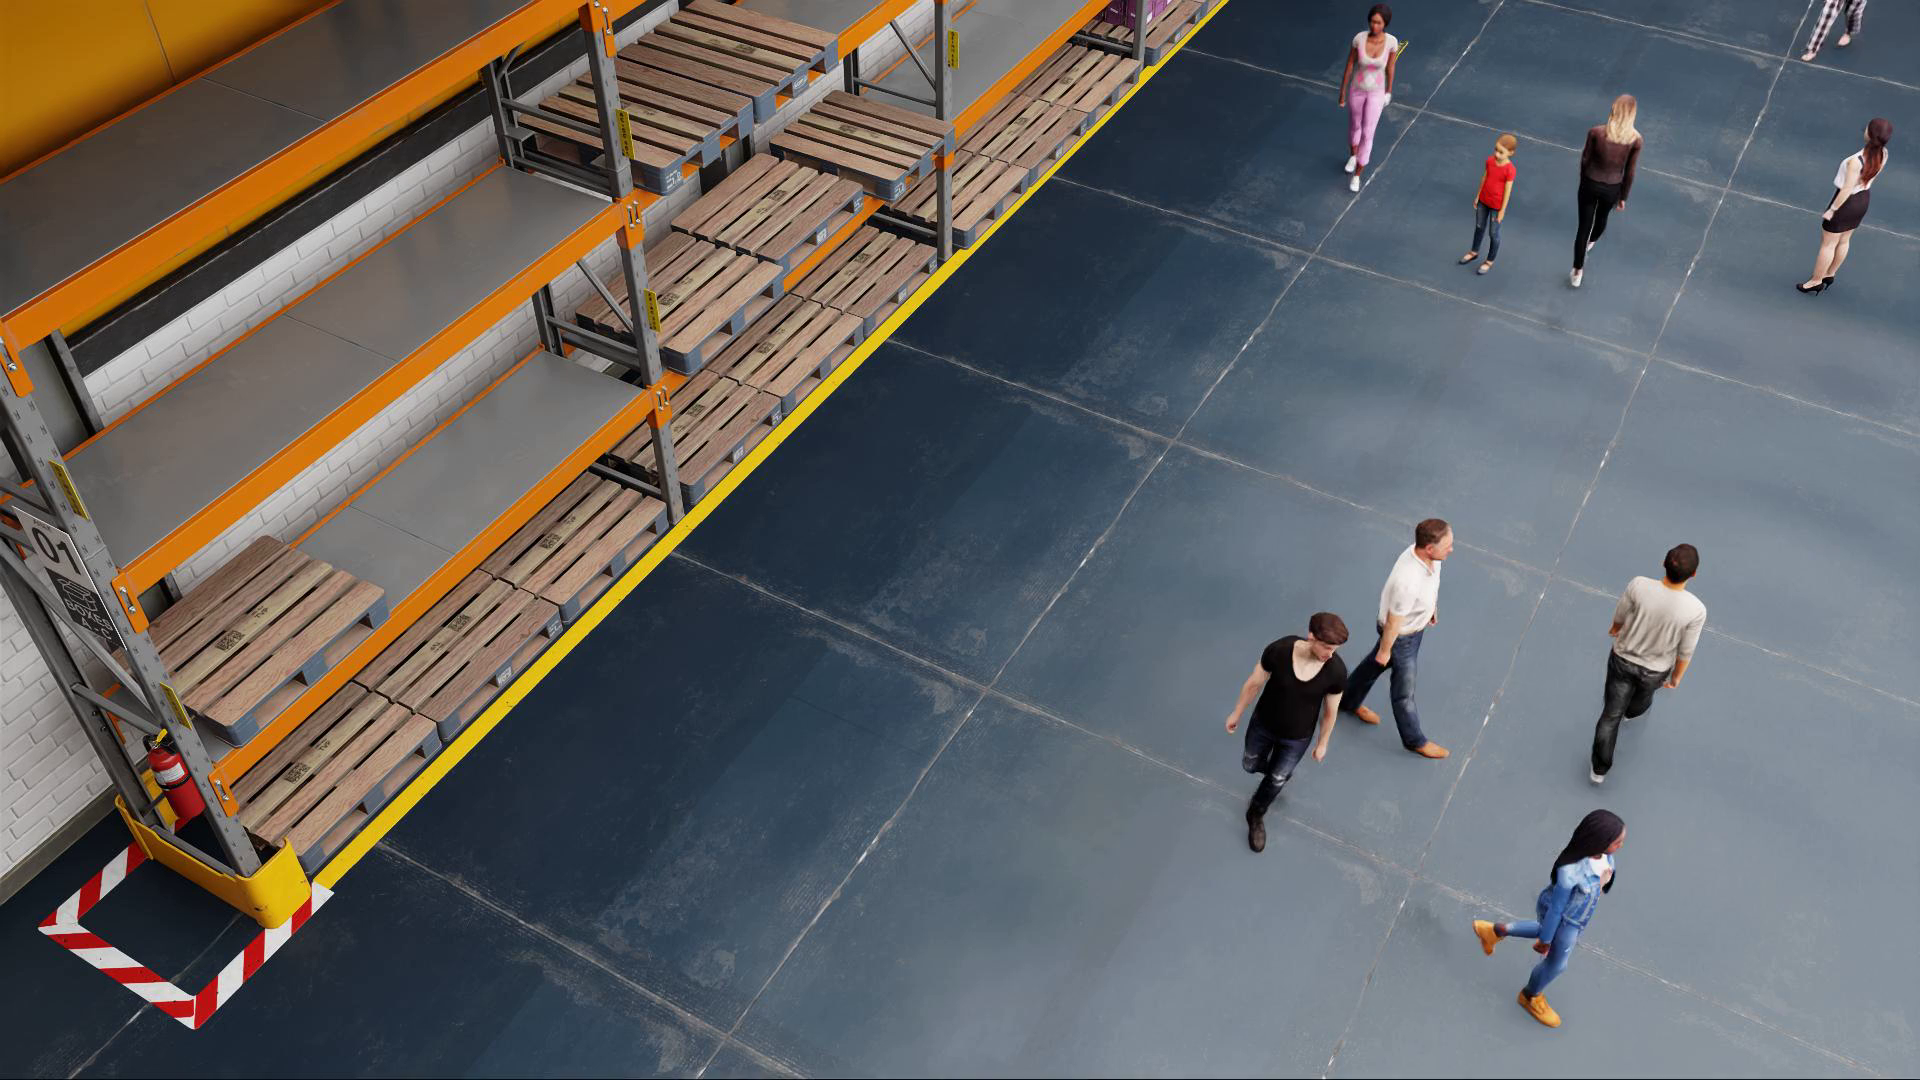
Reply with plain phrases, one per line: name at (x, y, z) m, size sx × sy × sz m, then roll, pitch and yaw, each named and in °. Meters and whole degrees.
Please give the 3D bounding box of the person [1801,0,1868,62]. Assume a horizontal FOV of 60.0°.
person at (9.320, -5.877, 17.175) m, size 1.211 × 1.795 × 0.830 m, roll -34°, pitch 53°, yaw -30°

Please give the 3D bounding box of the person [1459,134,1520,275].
person at (4.638, -2.936, 14.443) m, size 0.571 × 1.307 × 0.539 m, roll -25°, pitch 49°, yaw -24°

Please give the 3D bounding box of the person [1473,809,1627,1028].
person at (3.191, 1.969, 9.012) m, size 0.774 × 1.695 × 0.866 m, roll 33°, pitch 53°, yaw 30°

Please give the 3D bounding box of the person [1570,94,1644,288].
person at (5.441, -2.927, 14.175) m, size 0.775 × 1.663 × 1.087 m, roll 11°, pitch 45°, yaw 11°

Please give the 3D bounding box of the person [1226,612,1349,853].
person at (1.935, 1.061, 9.837) m, size 0.803 × 1.872 × 0.844 m, roll 25°, pitch 49°, yaw 24°

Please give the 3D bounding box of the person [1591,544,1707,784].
person at (4.146, 0.797, 10.182) m, size 0.652 × 1.779 × 1.070 m, roll 21°, pitch 47°, yaw 20°

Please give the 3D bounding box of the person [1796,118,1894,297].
person at (7.504, -2.813, 14.065) m, size 0.588 × 1.649 × 0.690 m, roll -23°, pitch 48°, yaw -22°

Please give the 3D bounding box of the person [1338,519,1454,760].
person at (2.684, 0.529, 10.432) m, size 0.747 × 1.823 × 0.958 m, roll 24°, pitch 48°, yaw 23°

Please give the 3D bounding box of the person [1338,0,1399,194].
person at (3.792, -4.176, 15.450) m, size 0.690 × 1.712 × 0.971 m, roll 15°, pitch 46°, yaw 15°
